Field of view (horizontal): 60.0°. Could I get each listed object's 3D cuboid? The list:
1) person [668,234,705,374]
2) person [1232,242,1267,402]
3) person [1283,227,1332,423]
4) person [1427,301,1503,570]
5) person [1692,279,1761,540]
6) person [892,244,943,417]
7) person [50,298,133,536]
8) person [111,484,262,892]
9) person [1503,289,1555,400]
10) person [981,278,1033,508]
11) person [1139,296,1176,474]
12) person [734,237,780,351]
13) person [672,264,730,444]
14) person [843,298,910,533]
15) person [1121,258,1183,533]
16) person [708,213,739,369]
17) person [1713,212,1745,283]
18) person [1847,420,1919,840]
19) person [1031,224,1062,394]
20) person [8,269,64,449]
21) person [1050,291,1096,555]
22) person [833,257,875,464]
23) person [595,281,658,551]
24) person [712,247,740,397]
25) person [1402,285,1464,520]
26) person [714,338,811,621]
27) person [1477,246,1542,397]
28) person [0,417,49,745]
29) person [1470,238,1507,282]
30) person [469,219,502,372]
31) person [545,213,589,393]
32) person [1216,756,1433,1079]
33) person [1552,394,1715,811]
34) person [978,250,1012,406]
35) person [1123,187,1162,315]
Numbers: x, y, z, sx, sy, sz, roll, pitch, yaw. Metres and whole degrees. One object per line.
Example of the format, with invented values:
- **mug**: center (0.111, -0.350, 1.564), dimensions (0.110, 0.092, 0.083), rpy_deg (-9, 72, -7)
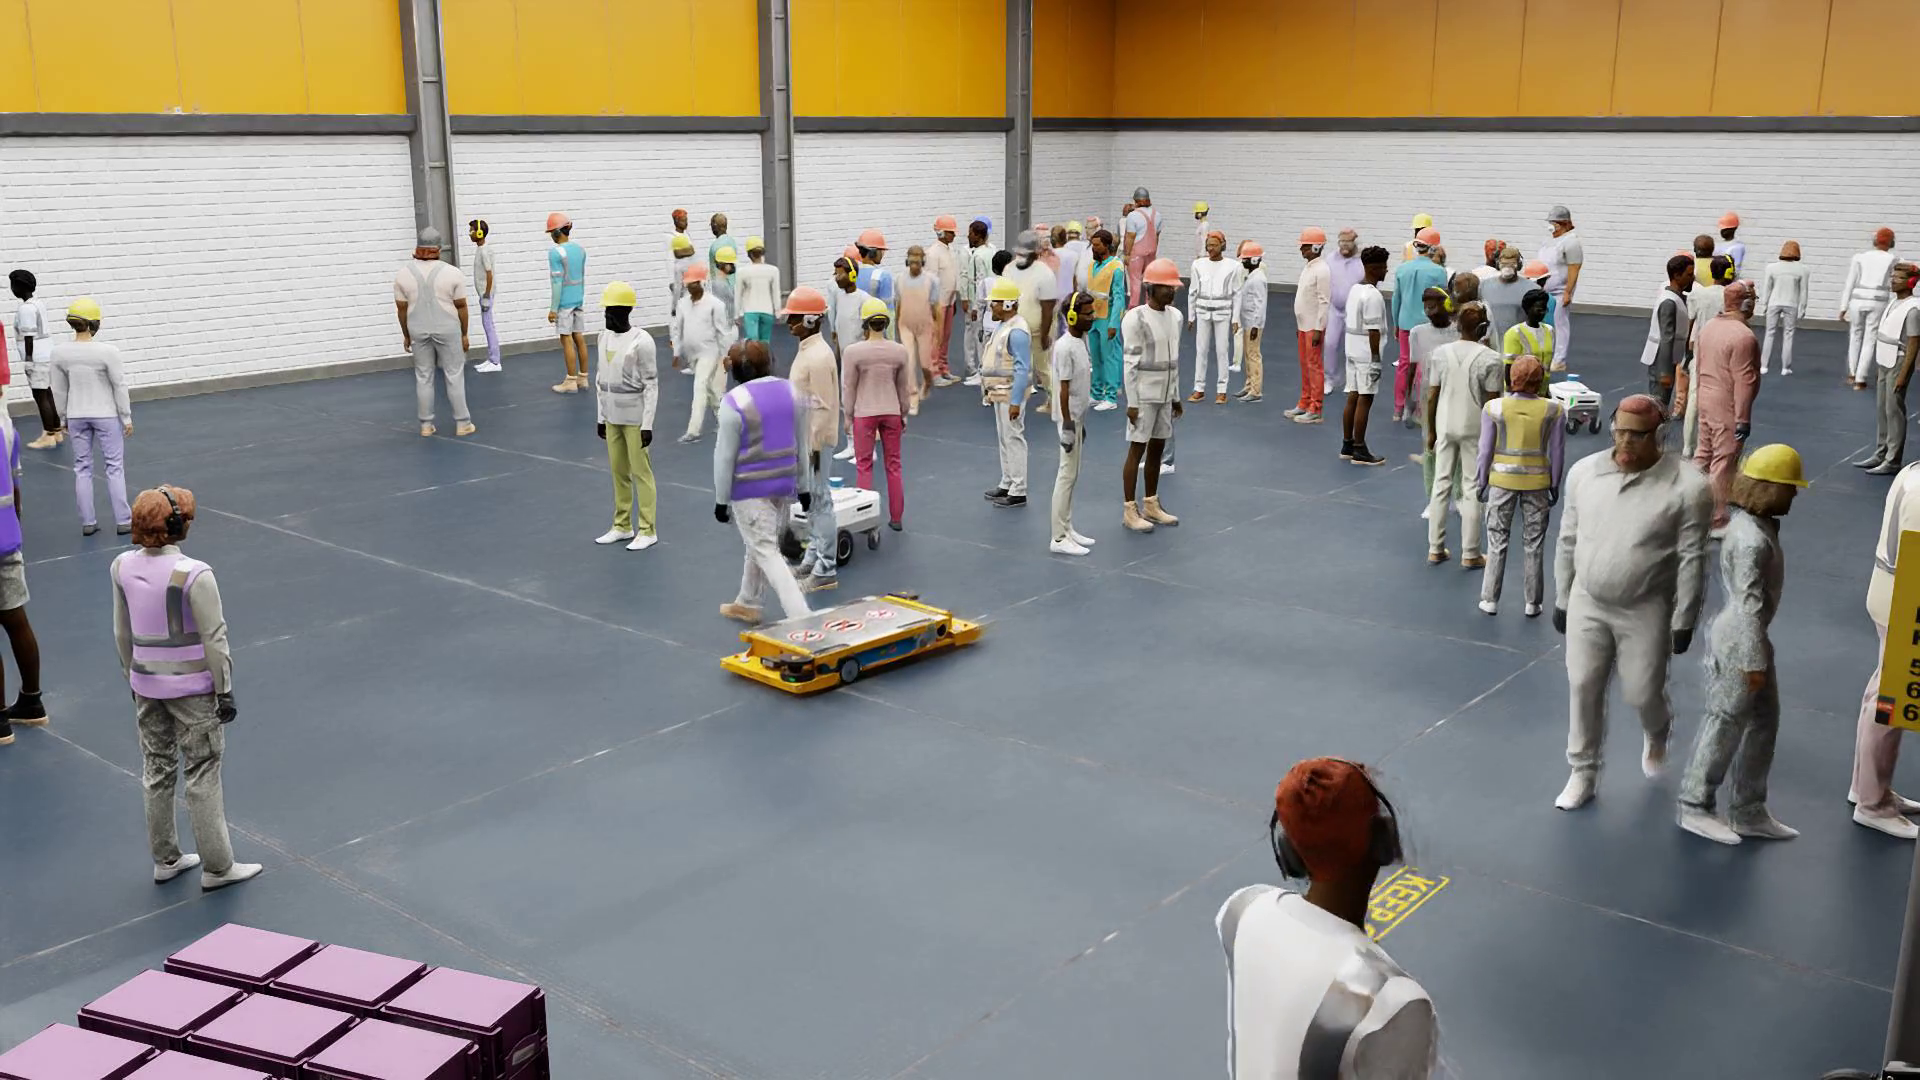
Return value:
- **person**: center (-3.310, -2.882, 20.359), dimensions (0.362, 1.710, 0.606), rpy_deg (8, 16, 29)
- **person**: center (3.199, -2.405, 18.368), dimensions (0.341, 1.747, 0.575), rpy_deg (0, 14, 0)
- **person**: center (3.592, -2.203, 17.068), dimensions (0.382, 1.993, 0.622), rpy_deg (-2, 14, -6)
- **person**: center (3.457, -0.715, 11.427), dimensions (0.516, 1.843, 0.327), rpy_deg (11, 18, 37)
- **person**: center (5.668, -0.958, 12.265), dimensions (0.403, 1.911, 0.651), rpy_deg (-1, 14, -3)
- **person**: center (-0.437, -2.238, 17.609), dimensions (0.518, 1.812, 0.667), rpy_deg (2, 14, 6)
- **person**: center (-6.423, -0.909, 12.362), dimensions (0.533, 1.767, 0.327), rpy_deg (-1, 14, -2)
- **person**: center (-3.106, 0.594, 6.615), dimensions (0.521, 1.638, 0.311), rpy_deg (5, 15, 20)
- **person**: center (4.715, -1.239, 13.819), dimensions (0.542, 1.697, 0.316), rpy_deg (-8, 16, -28)
- **person**: center (0.373, -1.172, 13.279), dimensions (0.403, 1.830, 0.599), rpy_deg (-3, 14, -10)
- **person**: center (1.748, -1.391, 14.555), dimensions (0.277, 1.634, 0.502), rpy_deg (-2, 14, -8)
- **person**: center (-2.358, -2.647, 19.365), dimensions (0.539, 1.742, 0.735), rpy_deg (-5, 15, -20)
- **person**: center (-2.506, -1.841, 16.210), dimensions (0.584, 1.710, 0.899), rpy_deg (9, 17, 33)
- **person**: center (-0.629, -0.931, 12.472), dimensions (0.518, 1.756, 0.345), rpy_deg (-6, 15, -22)
- **person**: center (1.471, -1.088, 12.514), dimensions (0.607, 2.046, 0.390), rpy_deg (-13, 19, -41)
- **person**: center (-2.969, -3.109, 20.806), dimensions (0.362, 1.937, 0.635), rpy_deg (2, 14, 8)
- **person**: center (9.726, -3.228, 21.309), dimensions (0.447, 1.920, 0.579), rpy_deg (-2, 14, -6)
- **person**: center (4.118, 0.313, 7.164), dimensions (0.383, 1.923, 0.588), rpy_deg (7, 16, 27)
- **person**: center (0.923, -2.634, 18.972), dimensions (0.654, 1.906, 0.406), rpy_deg (-12, 18, -40)
- **person**: center (-8.728, -1.710, 15.722), dimensions (0.319, 1.691, 0.539), rpy_deg (-4, 15, -16)
- **person**: center (0.815, -0.836, 11.864), dimensions (0.311, 1.869, 0.533), rpy_deg (3, 14, 13)
- **person**: center (-0.976, -1.622, 15.043), dimensions (0.340, 1.855, 0.526), rpy_deg (-11, 18, -37)
- **person**: center (-2.409, -0.891, 11.960), dimensions (0.588, 1.930, 0.364), rpy_deg (11, 18, 37)
- **person**: center (-2.486, -2.228, 17.667), dimensions (0.342, 1.754, 0.531), rpy_deg (-1, 14, -6)
- **person**: center (3.687, -1.044, 12.771), dimensions (0.555, 1.829, 0.464), rpy_deg (4, 15, 17)
- **person**: center (-1.150, -0.307, 9.902), dimensions (0.922, 1.802, 0.639), rpy_deg (11, 18, 38)
- **person**: center (4.963, -1.712, 15.225), dimensions (0.635, 1.936, 0.355), rpy_deg (6, 15, 22)
- **person**: center (-4.836, 0.038, 8.175), dimensions (0.365, 1.962, 0.611), rpy_deg (2, 14, 9)
- **person**: center (5.358, -2.117, 16.948), dimensions (0.337, 1.883, 0.584), rpy_deg (-5, 15, -20)
- **person**: center (-5.897, -3.020, 20.589), dimensions (0.316, 1.870, 0.531), rpy_deg (-5, 15, -19)
- **person**: center (-4.501, -2.697, 18.963), dimensions (0.389, 2.036, 0.605), rpy_deg (5, 15, 20)
- **person**: center (0.737, 1.350, 3.168), dimensions (0.350, 1.854, 0.814), rpy_deg (-5, 15, -20)
- **person**: center (2.987, 0.269, 7.425), dimensions (0.651, 1.889, 0.621), rpy_deg (12, 18, 40)
- **person**: center (0.446, -2.274, 17.956), dimensions (0.542, 1.697, 0.316), rpy_deg (9, 16, 31)
- **person**: center (2.858, -4.620, 26.634), dimensions (0.683, 2.000, 0.538), rpy_deg (-11, 18, -37)
